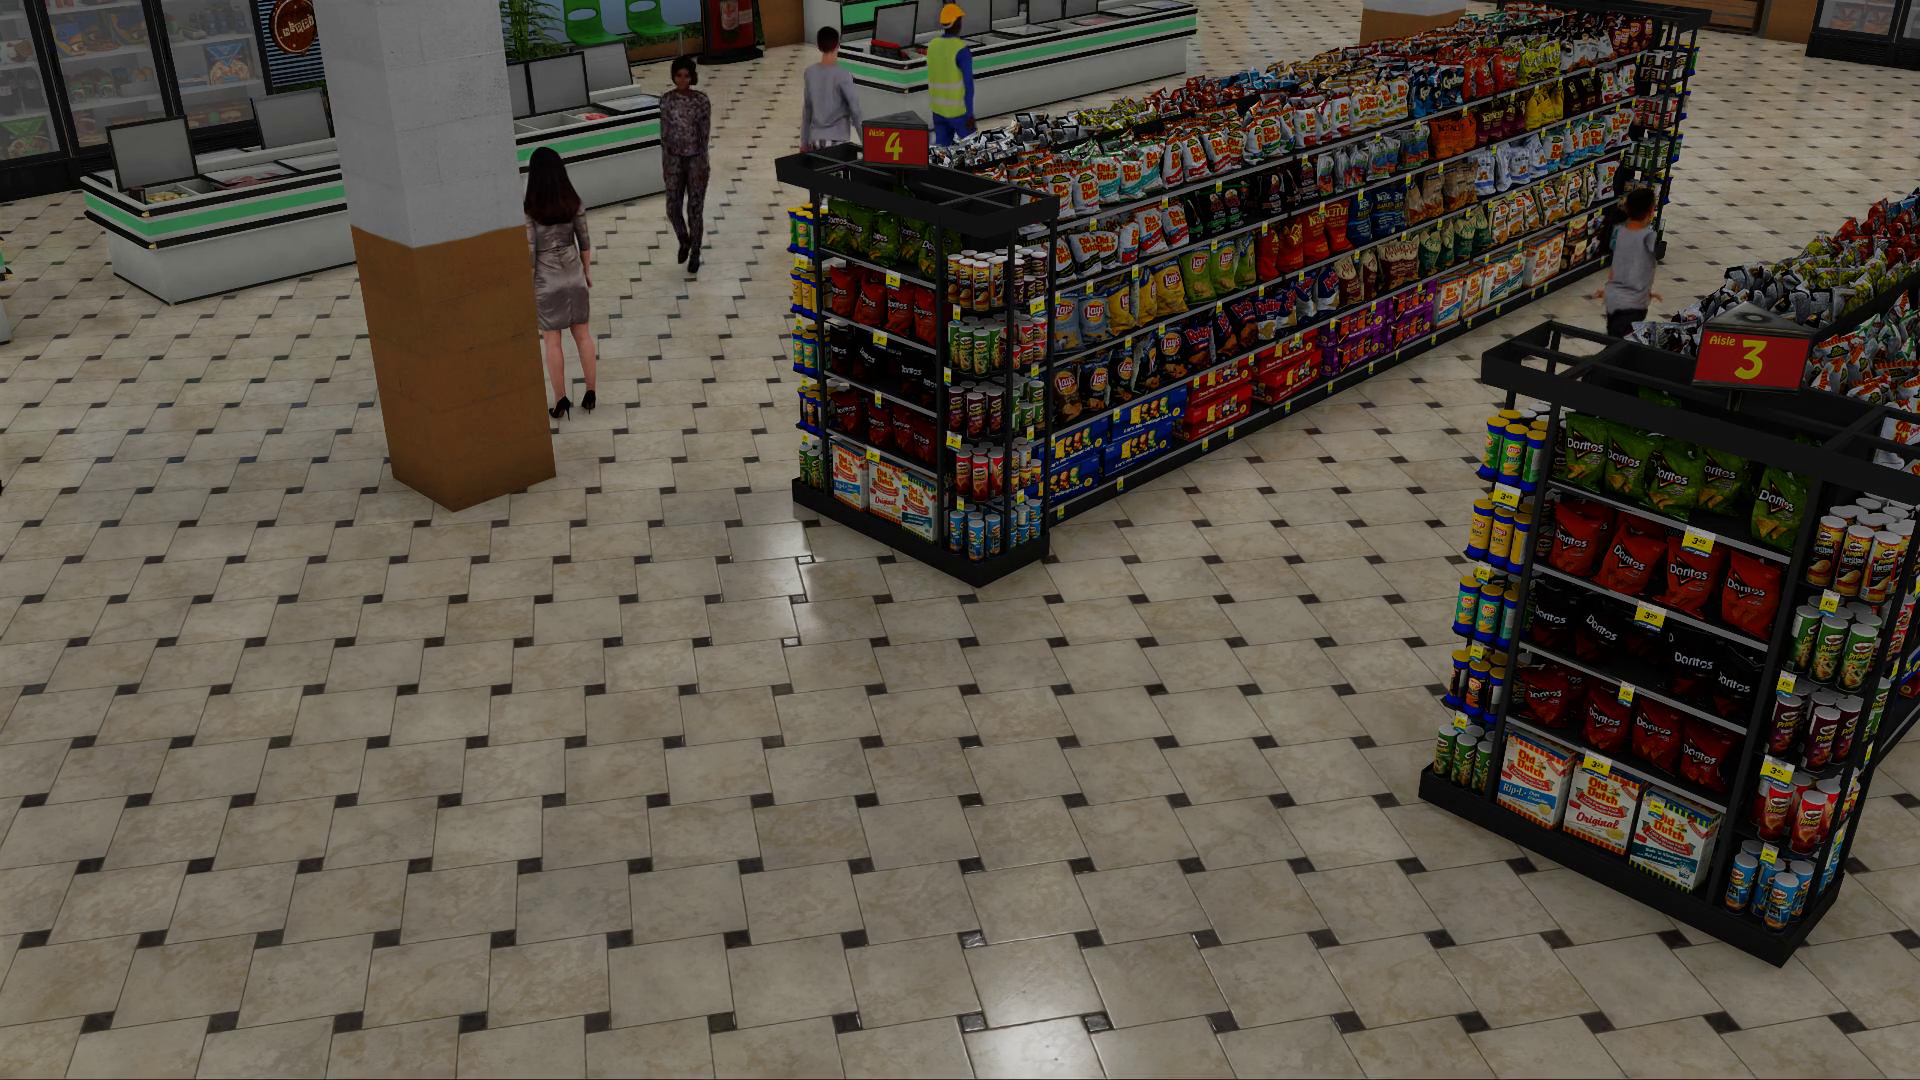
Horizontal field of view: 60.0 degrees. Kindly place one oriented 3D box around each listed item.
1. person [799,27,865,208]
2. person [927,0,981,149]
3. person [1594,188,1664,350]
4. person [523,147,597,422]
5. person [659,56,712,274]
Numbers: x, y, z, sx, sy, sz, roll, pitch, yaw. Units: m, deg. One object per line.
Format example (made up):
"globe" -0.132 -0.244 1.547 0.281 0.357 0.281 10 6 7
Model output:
"person" -1.112 -3.187 13.538 0.774 1.801 1.144 21 34 35
"person" -0.121 -3.808 14.757 0.720 1.807 0.676 19 33 33
"person" 4.310 -1.594 10.803 0.995 1.435 0.629 -20 33 -34
"person" -2.521 -1.605 10.479 0.495 1.747 0.679 -18 32 -31
"person" -2.144 -3.002 13.279 0.736 1.706 0.796 2 27 5
